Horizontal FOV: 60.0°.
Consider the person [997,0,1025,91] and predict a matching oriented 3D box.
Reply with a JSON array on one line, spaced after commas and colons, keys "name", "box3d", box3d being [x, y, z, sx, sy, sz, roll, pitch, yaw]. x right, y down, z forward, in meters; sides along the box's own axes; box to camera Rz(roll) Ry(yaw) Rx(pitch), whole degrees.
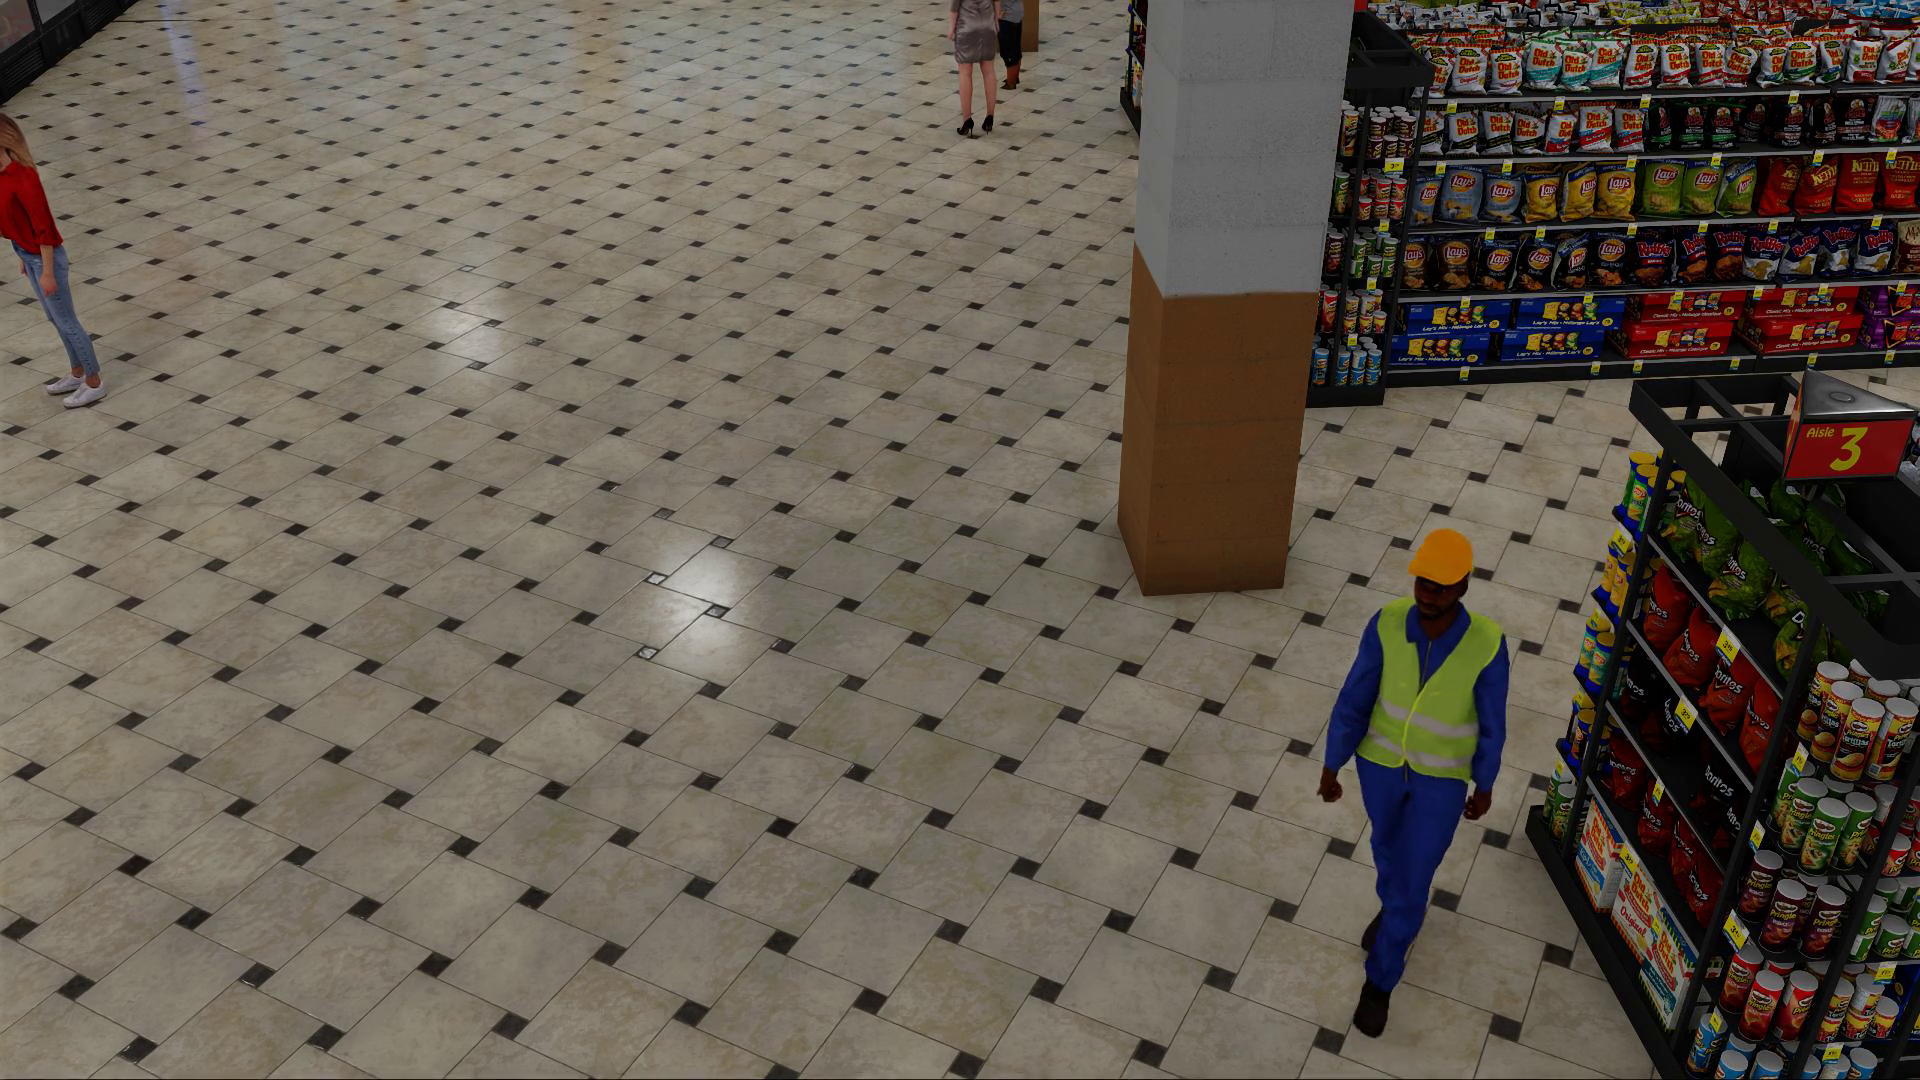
[{"name": "person", "box3d": [0.445, -4.746, 14.725, 0.624, 1.456, 0.643, 9, 33, 14]}]

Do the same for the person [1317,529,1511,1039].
[{"name": "person", "box3d": [1.573, 0.719, 5.629, 1.062, 1.788, 1.087, 19, 37, 28]}]

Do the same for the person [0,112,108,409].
[{"name": "person", "box3d": [-5.187, -1.580, 9.401, 0.715, 1.705, 0.682, -27, 41, -36]}]

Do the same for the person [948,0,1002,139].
[{"name": "person", "box3d": [0.124, -4.157, 13.504, 0.539, 1.746, 0.705, -11, 33, -17]}]
